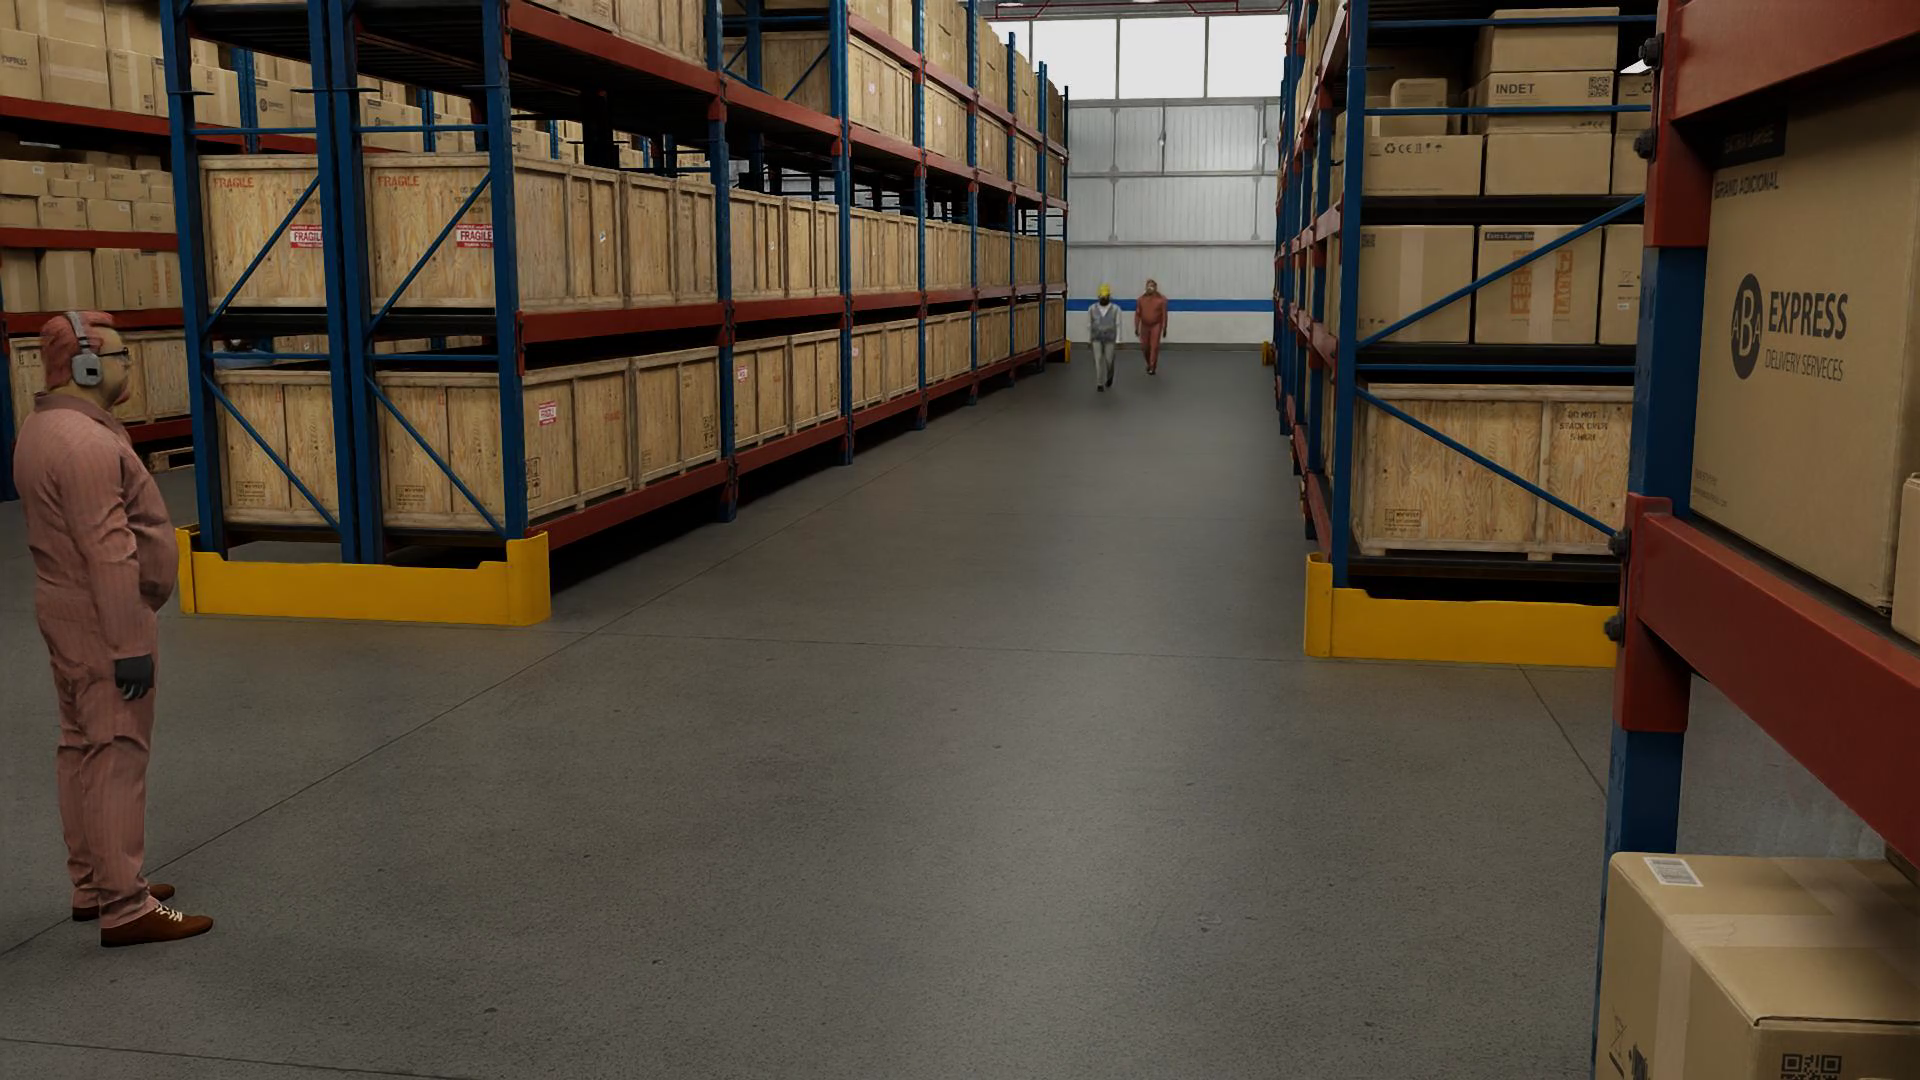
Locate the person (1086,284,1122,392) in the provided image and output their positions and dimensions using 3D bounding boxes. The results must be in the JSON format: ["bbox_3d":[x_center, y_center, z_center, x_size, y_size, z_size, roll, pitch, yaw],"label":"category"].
[{"bbox_3d":[2.440,-3.432,28.270,0.597,1.817,0.495,1,9,8],"label":"person"}]

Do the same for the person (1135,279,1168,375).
[{"bbox_3d":[3.794,-4.220,32.955,0.656,1.890,0.653,4,10,21],"label":"person"}]

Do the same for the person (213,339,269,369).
[{"bbox_3d":[-6.301,-1.121,14.544,0.529,1.604,0.695,-2,9,-11],"label":"person"}]

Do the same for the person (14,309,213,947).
[{"bbox_3d":[-2.575,0.265,5.041,0.409,1.913,0.642,-8,12,-40],"label":"person"}]
